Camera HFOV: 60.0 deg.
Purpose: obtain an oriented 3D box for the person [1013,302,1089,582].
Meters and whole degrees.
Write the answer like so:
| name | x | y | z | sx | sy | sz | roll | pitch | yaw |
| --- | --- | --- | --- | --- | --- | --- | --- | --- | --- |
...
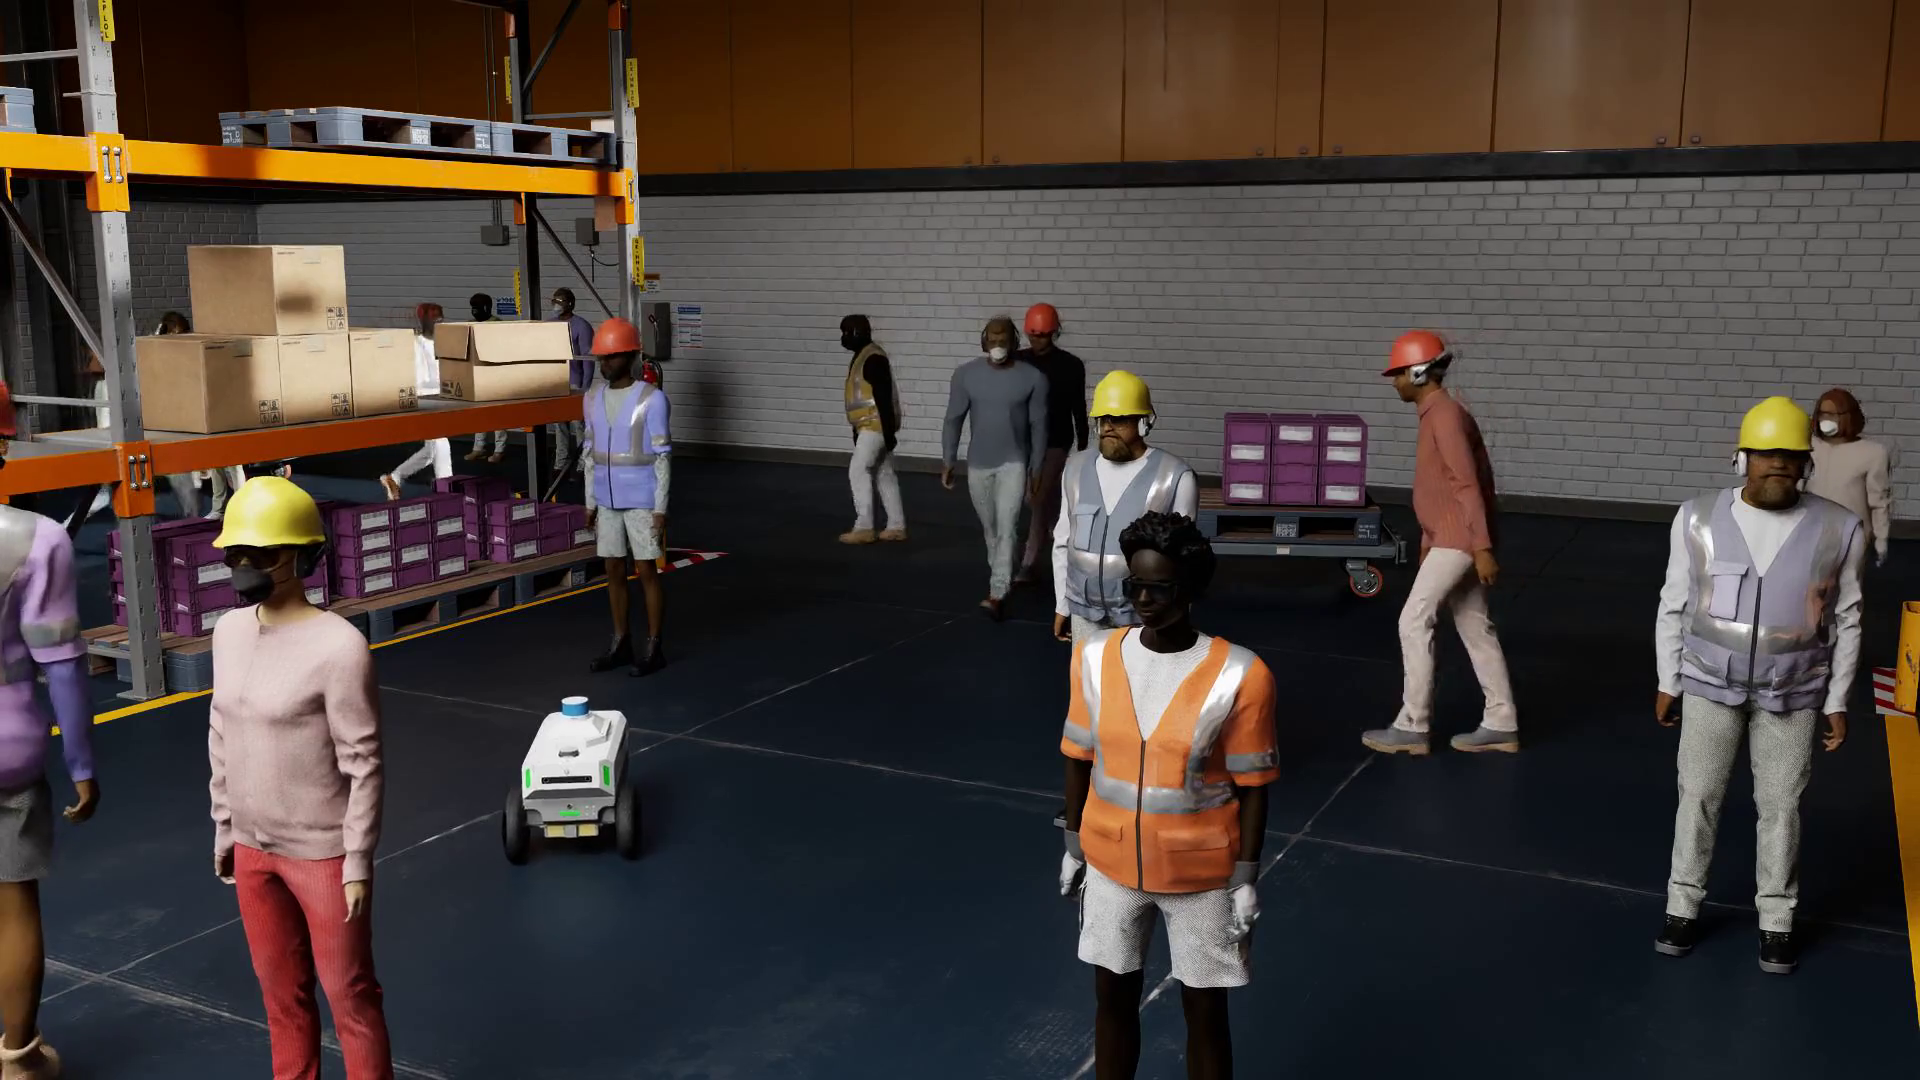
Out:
| name | x | y | z | sx | sy | sz | roll | pitch | yaw |
| --- | --- | --- | --- | --- | --- | --- | --- | --- | --- |
| person | 0.616 | -0.713 | 11.788 | 0.643 | 1.951 | 0.869 | 5 | 11 | 24 |

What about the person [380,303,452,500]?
| name | x | y | z | sx | sy | sz | roll | pitch | yaw |
| --- | --- | --- | --- | --- | --- | --- | --- | --- | --- |
| person | -4.732 | -1.156 | 14.625 | 0.818 | 1.857 | 0.587 | 1 | 10 | 6 |

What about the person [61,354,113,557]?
| name | x | y | z | sx | sy | sz | roll | pitch | yaw |
| --- | --- | --- | --- | --- | --- | --- | --- | --- | --- |
| person | -6.372 | -0.646 | 12.356 | 0.722 | 1.615 | 0.500 | -5 | 11 | -28 |

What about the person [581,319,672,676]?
| name | x | y | z | sx | sy | sz | roll | pitch | yaw |
| --- | --- | --- | --- | --- | --- | --- | --- | --- | --- |
| person | -1.819 | -0.216 | 8.958 | 0.559 | 1.932 | 0.399 | 4 | 11 | 24 |

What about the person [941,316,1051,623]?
| name | x | y | z | sx | sy | sz | roll | pitch | yaw |
| --- | --- | --- | --- | --- | --- | --- | --- | --- | --- |
| person | 0.212 | -0.442 | 10.385 | 0.649 | 1.875 | 1.032 | 3 | 10 | 16 |

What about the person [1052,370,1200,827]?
| name | x | y | z | sx | sy | sz | roll | pitch | yaw |
| --- | --- | --- | --- | --- | --- | --- | --- | --- | --- |
| person | 0.624 | 0.254 | 6.509 | 0.596 | 1.832 | 0.404 | 5 | 11 | 27 |

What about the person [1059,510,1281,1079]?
| name | x | y | z | sx | sy | sz | roll | pitch | yaw |
| --- | --- | --- | --- | --- | --- | --- | --- | --- | --- |
| person | 0.473 | 0.769 | 3.918 | 0.538 | 1.696 | 0.317 | 5 | 11 | 27 |

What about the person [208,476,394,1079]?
| name | x | y | z | sx | sy | sz | roll | pitch | yaw |
| --- | --- | --- | --- | --- | --- | --- | --- | --- | --- |
| person | -1.588 | 0.725 | 3.963 | 0.530 | 1.772 | 0.303 | 5 | 11 | 27 |

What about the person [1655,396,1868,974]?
| name | x | y | z | sx | sy | sz | roll | pitch | yaw |
| --- | --- | --- | --- | --- | --- | --- | --- | --- | --- |
| person | 2.529 | 0.458 | 5.311 | 0.596 | 1.837 | 0.404 | 5 | 11 | 27 |

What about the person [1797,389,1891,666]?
| name | x | y | z | sx | sy | sz | roll | pitch | yaw |
| --- | --- | --- | --- | --- | --- | --- | --- | --- | --- |
| person | 4.601 | -0.009 | 8.754 | 0.874 | 1.579 | 0.509 | -7 | 12 | -35 |

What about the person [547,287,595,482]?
| name | x | y | z | sx | sy | sz | roll | pitch | yaw |
| --- | --- | --- | --- | --- | --- | --- | --- | --- | --- |
| person | -3.925 | -1.545 | 16.615 | 0.633 | 1.940 | 0.366 | 5 | 11 | 27 |

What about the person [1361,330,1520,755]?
| name | x | y | z | sx | sy | sz | roll | pitch | yaw |
| --- | --- | --- | --- | --- | --- | --- | --- | --- | --- |
| person | 2.202 | 0.024 | 7.572 | 0.834 | 1.922 | 0.638 | 3 | 10 | 17 |

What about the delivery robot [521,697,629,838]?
| name | x | y | z | sx | sy | sz | roll | pitch | yaw |
| --- | --- | --- | --- | --- | --- | --- | --- | --- | --- |
| delivery robot | -1.487 | 0.853 | 6.465 | 0.477 | 0.478 | 0.707 | -1 | 10 | -7 |

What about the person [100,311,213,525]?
| name | x | y | z | sx | sy | sz | roll | pitch | yaw |
| --- | --- | --- | --- | --- | --- | --- | --- | --- | --- |
| person | -5.382 | -0.587 | 11.215 | 0.745 | 1.898 | 0.423 | -6 | 12 | -33 |

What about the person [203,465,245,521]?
| name | x | y | z | sx | sy | sz | roll | pitch | yaw |
| --- | --- | --- | --- | --- | --- | --- | --- | --- | --- |
| person | -6.202 | -1.038 | 13.882 | 0.526 | 1.871 | 0.324 | 5 | 11 | 27 |

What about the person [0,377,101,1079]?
| name | x | y | z | sx | sy | sz | roll | pitch | yaw |
| --- | --- | --- | --- | --- | --- | --- | --- | --- | --- |
| person | -2.542 | 0.551 | 4.238 | 0.637 | 2.020 | 0.570 | -2 | 10 | -9 |

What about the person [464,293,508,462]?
| name | x | y | z | sx | sy | sz | roll | pitch | yaw |
| --- | --- | --- | --- | --- | --- | --- | --- | --- | --- |
| person | -5.209 | -1.774 | 18.226 | 0.629 | 1.843 | 0.429 | 5 | 11 | 27 |

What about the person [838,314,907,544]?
| name | x | y | z | sx | sy | sz | roll | pitch | yaw |
| --- | --- | --- | --- | --- | --- | --- | --- | --- | --- |
| person | -0.735 | -0.867 | 13.111 | 0.690 | 1.802 | 0.644 | -1 | 10 | -8 |
